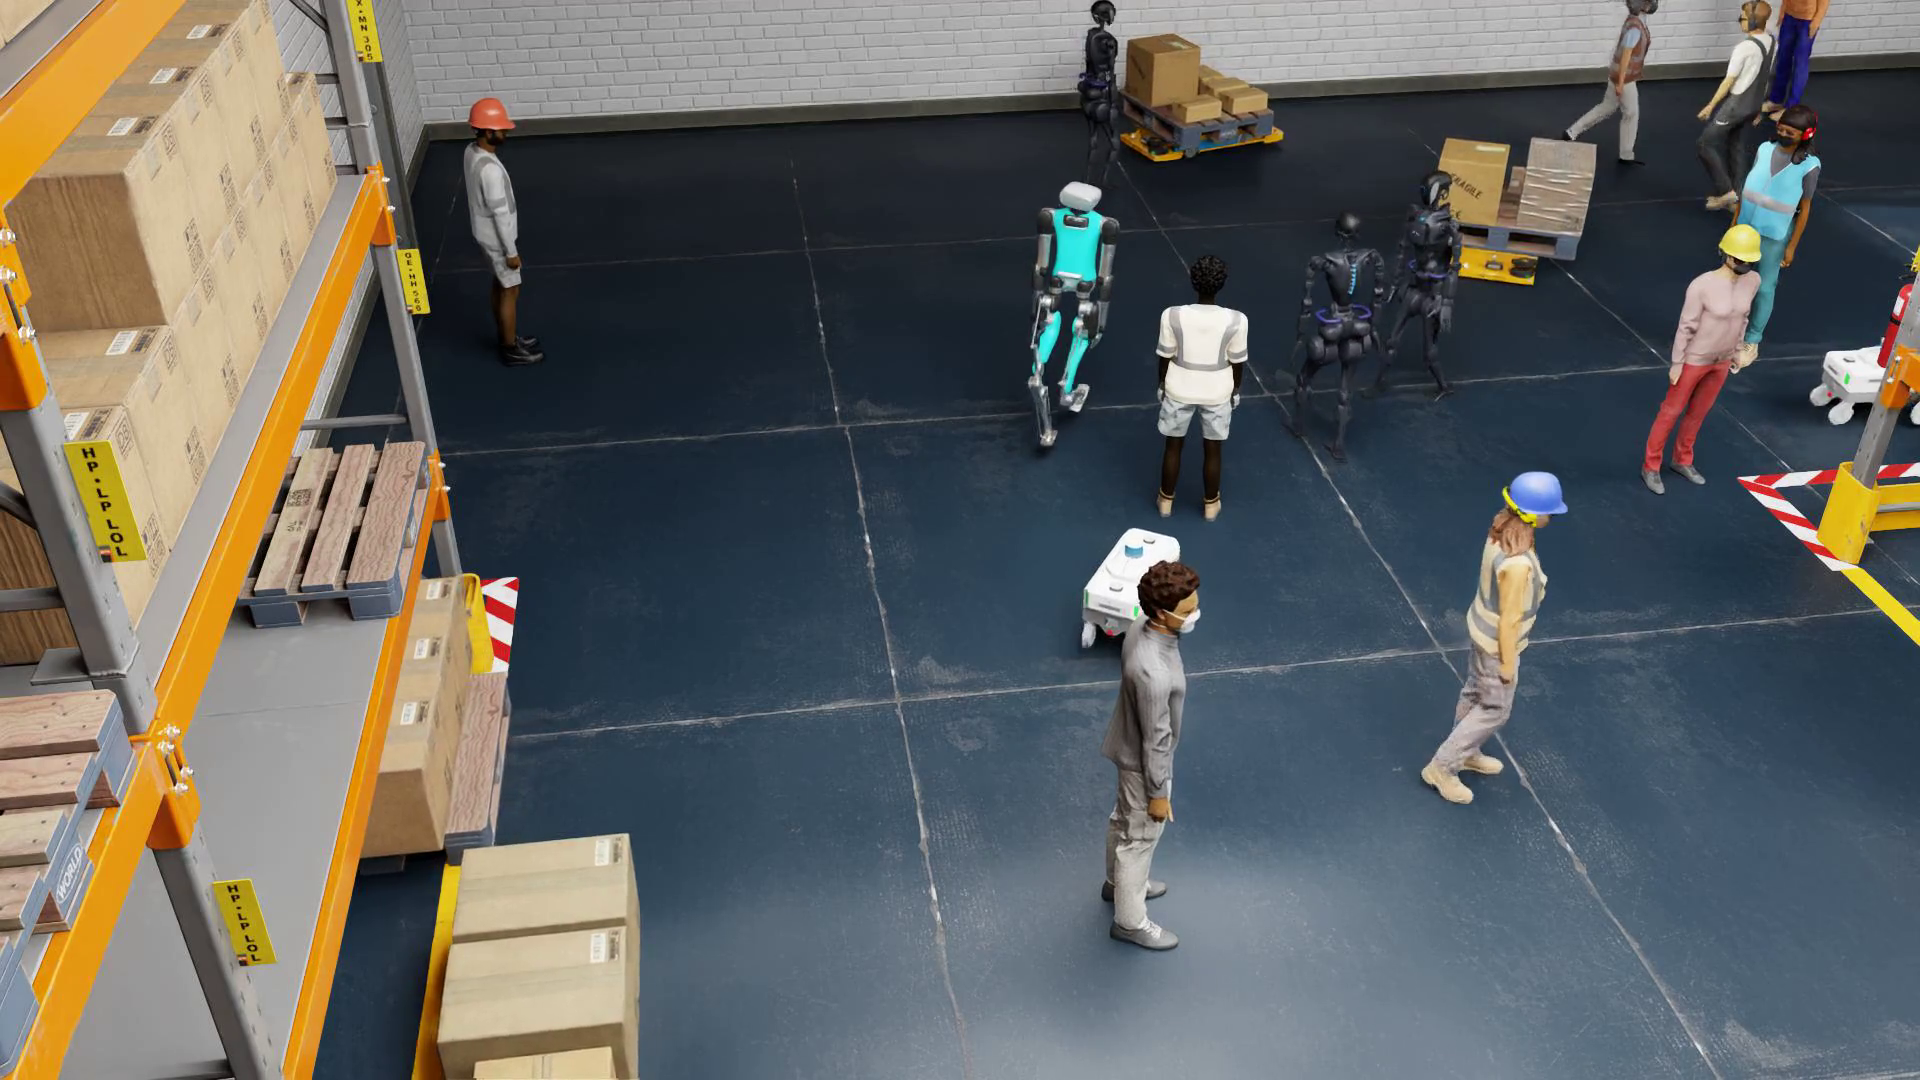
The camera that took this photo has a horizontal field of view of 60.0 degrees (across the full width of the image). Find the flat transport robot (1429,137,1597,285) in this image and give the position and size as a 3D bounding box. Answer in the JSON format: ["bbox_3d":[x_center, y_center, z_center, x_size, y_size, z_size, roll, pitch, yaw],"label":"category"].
[{"bbox_3d":[4.418,-2.478,13.649,0.659,0.231,1.431,11,35,16],"label":"flat transport robot"}]

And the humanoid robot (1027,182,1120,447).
[{"bbox_3d":[0.660,-1.349,10.608,0.551,1.741,1.052,10,34,15],"label":"humanoid robot"}]

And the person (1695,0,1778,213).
[{"bbox_3d":[6.518,-3.617,13.970,0.523,1.822,0.439,-20,38,-28],"label":"person"}]

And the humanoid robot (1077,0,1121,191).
[{"bbox_3d":[1.230,-3.871,14.496,0.361,1.656,0.591,-11,35,-16],"label":"humanoid robot"}]

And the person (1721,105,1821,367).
[{"bbox_3d":[5.637,-2.132,11.656,0.391,1.869,0.524,-21,39,-29],"label":"person"}]

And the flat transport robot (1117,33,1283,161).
[{"bbox_3d":[2.292,-3.871,15.785,1.431,0.231,0.659,-15,36,-21],"label":"flat transport robot"}]

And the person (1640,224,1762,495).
[{"bbox_3d":[4.573,-1.099,10.167,0.530,1.767,0.326,-11,35,-17],"label":"person"}]

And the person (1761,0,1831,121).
[{"bbox_3d":[8.129,-5.072,16.072,0.401,1.973,0.520,-11,35,-16],"label":"person"}]

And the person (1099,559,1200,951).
[{"bbox_3d":[0.775,0.899,6.984,0.386,1.899,0.536,0,33,0],"label":"person"}]

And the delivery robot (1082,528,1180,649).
[{"bbox_3d":[0.951,0.251,9.190,0.499,0.577,0.769,15,36,21],"label":"delivery robot"}]

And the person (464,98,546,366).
[{"bbox_3d":[-3.193,-2.133,11.612,0.387,1.924,0.547,-16,37,-23],"label":"person"}]

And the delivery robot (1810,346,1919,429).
[{"bbox_3d":[6.240,-1.080,11.252,0.795,0.602,0.499,-2,33,-2],"label":"delivery robot"}]

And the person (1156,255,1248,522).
[{"bbox_3d":[1.423,-0.885,9.909,0.534,1.692,0.320,5,34,8],"label":"person"}]

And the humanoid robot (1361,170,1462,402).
[{"bbox_3d":[3.120,-1.664,11.143,0.601,1.648,0.607,-16,37,-23],"label":"humanoid robot"}]

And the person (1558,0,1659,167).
[{"bbox_3d":[5.957,-4.223,15.049,0.770,1.661,0.433,11,35,16],"label":"person"}]

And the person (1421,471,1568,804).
[{"bbox_3d":[2.496,0.444,7.799,0.402,1.771,0.484,4,33,7],"label":"person"}]

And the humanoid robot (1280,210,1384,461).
[{"bbox_3d":[2.403,-1.349,10.641,0.612,1.635,0.650,-8,34,-12],"label":"humanoid robot"}]
